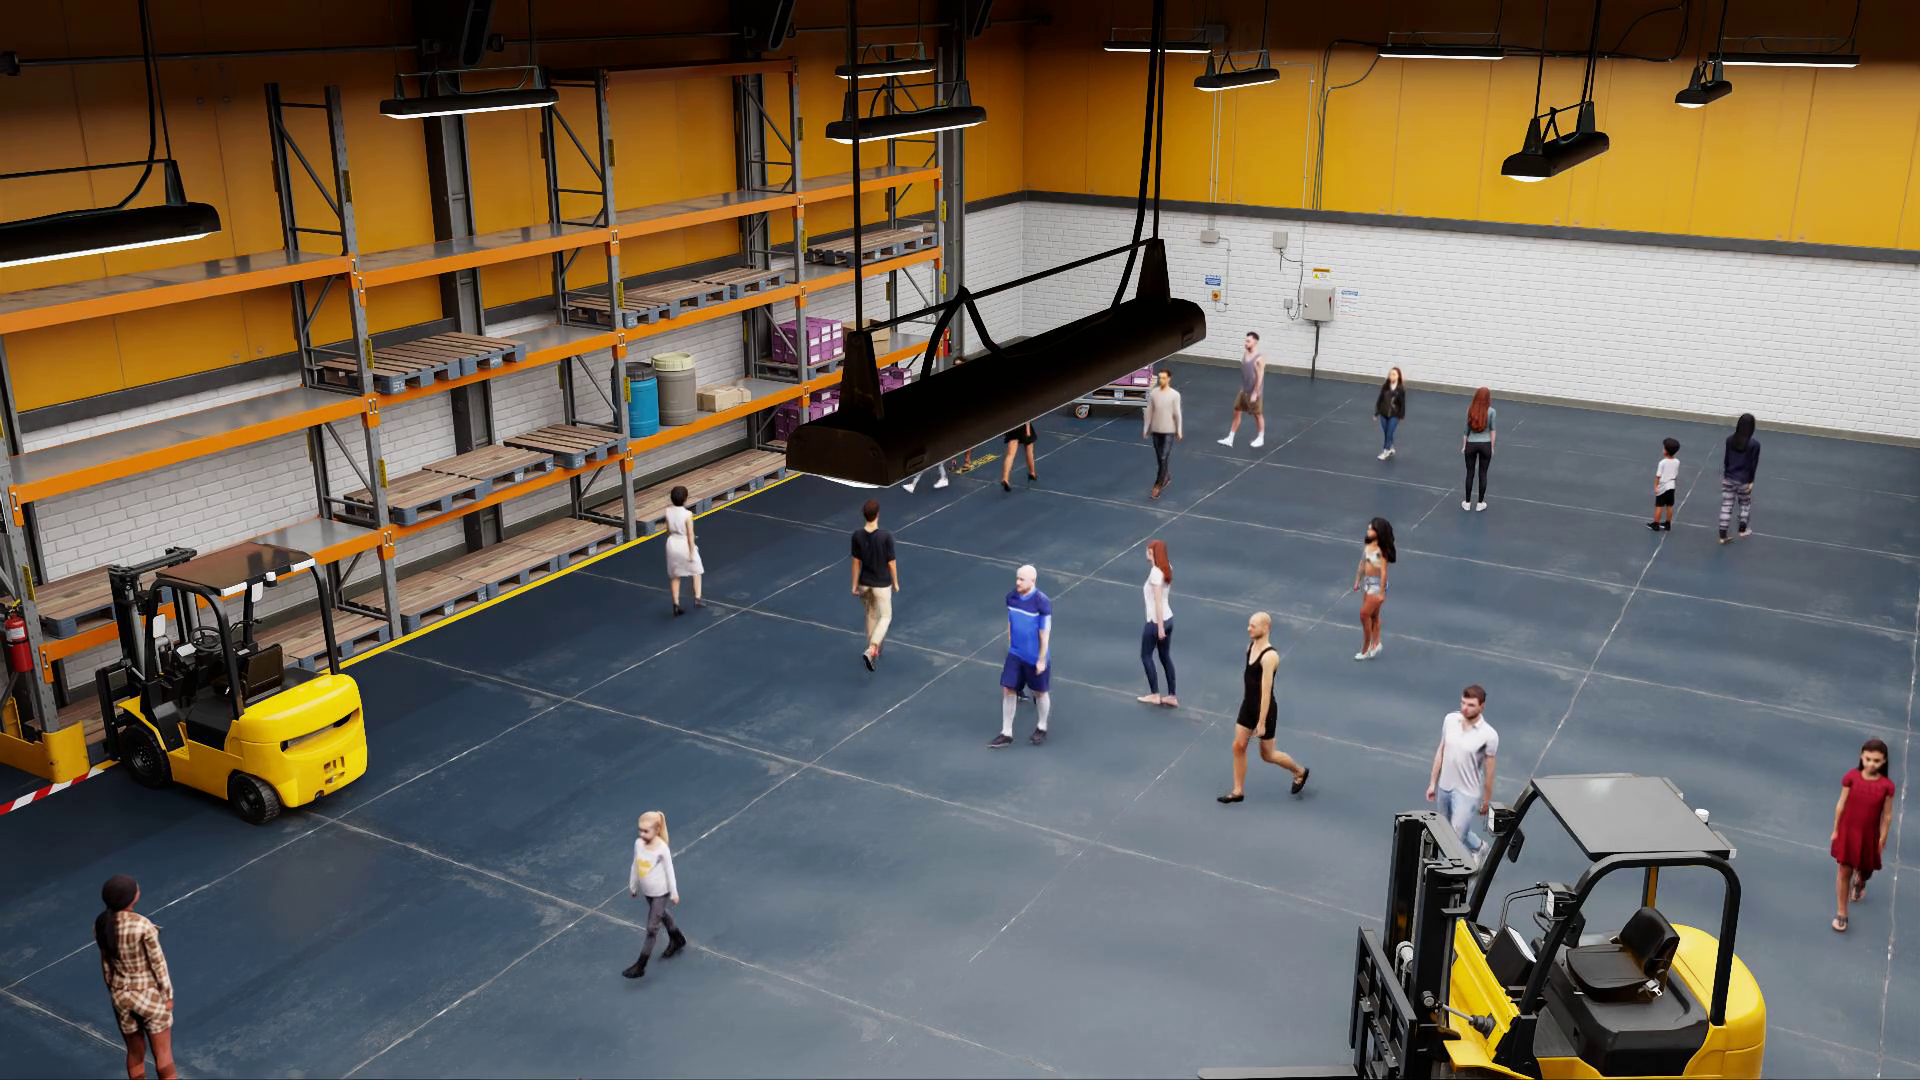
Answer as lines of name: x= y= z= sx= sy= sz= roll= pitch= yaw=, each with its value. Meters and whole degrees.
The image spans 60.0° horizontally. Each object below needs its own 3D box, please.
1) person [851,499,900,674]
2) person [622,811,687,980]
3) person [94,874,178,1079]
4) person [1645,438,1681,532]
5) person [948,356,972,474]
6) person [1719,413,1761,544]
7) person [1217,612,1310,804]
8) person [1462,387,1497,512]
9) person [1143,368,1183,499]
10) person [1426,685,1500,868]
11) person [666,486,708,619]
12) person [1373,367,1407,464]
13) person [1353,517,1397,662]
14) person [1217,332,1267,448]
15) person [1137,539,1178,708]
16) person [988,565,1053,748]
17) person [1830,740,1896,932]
person: x=-0.914 y=0.504 z=17.585 sx=0.780 sy=1.836 sz=1.099 roll=6 pitch=19 yaw=16
person: x=-2.216 y=2.580 z=12.342 sx=0.564 sy=1.249 sz=0.914 roll=13 pitch=23 yaw=34
person: x=-5.171 y=2.916 z=10.490 sx=0.643 sy=1.794 sz=0.638 roll=4 pitch=19 yaw=11
person: x=9.426 y=-0.740 z=22.186 sx=0.584 sy=1.257 sz=0.642 roll=-4 pitch=19 yaw=-12
person: x=0.057 y=-1.874 z=24.764 sx=0.648 sy=1.762 sz=0.770 roll=7 pitch=20 yaw=19
person: x=10.059 y=-0.779 z=21.596 sx=0.989 sy=1.708 sz=0.808 roll=-15 pitch=24 yaw=-38
person: x=2.735 y=1.506 z=14.684 sx=1.169 sy=1.789 sz=1.067 roll=-6 pitch=20 yaw=-18
person: x=7.160 y=-1.261 z=22.975 sx=0.618 sy=1.742 sz=0.593 roll=6 pitch=20 yaw=18
person: x=2.920 y=-1.548 z=23.704 sx=0.704 sy=1.820 sz=1.201 roll=9 pitch=21 yaw=26
person: x=4.013 y=1.984 z=13.206 sx=1.216 sy=1.826 sz=0.963 roll=-13 pitch=23 yaw=-34
person: x=-3.238 y=0.155 z=19.090 sx=0.616 sy=1.538 sz=0.738 roll=6 pitch=20 yaw=18
person: x=6.594 y=-1.917 z=25.401 sx=0.681 sy=1.437 sz=0.997 roll=15 pitch=24 yaw=38
person: x=4.526 y=0.523 z=17.878 sx=0.792 sy=1.614 sz=0.732 roll=-5 pitch=19 yaw=-14
person: x=4.555 y=-2.294 z=25.552 sx=1.176 sy=1.810 sz=0.963 roll=-12 pitch=22 yaw=-31
person: x=2.068 y=0.869 z=16.708 sx=0.660 sy=1.704 sz=0.598 roll=7 pitch=20 yaw=19
person: x=0.715 y=1.082 z=15.899 sx=0.751 sy=1.817 sz=0.934 roll=13 pitch=23 yaw=34
person: x=6.983 y=2.240 z=12.896 sx=0.527 sy=1.538 sz=0.831 roll=11 pitch=21 yaw=29
